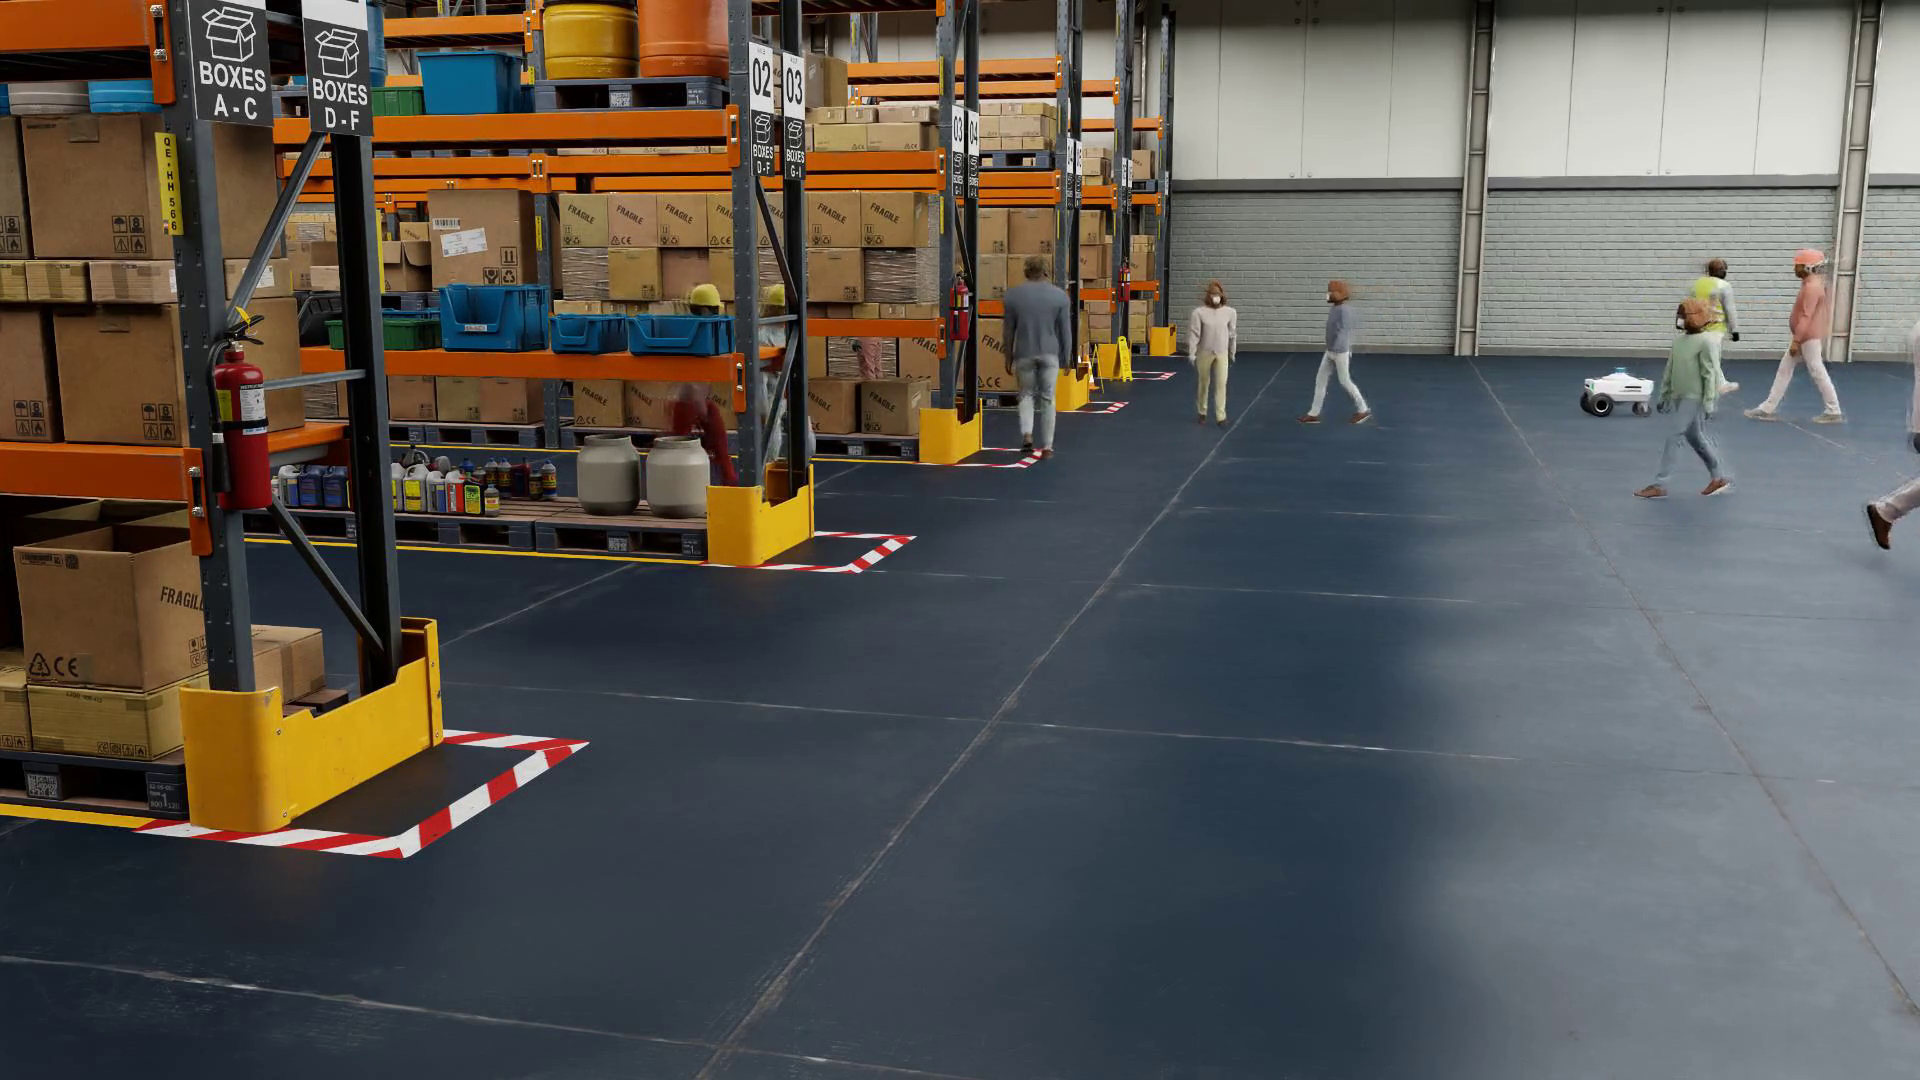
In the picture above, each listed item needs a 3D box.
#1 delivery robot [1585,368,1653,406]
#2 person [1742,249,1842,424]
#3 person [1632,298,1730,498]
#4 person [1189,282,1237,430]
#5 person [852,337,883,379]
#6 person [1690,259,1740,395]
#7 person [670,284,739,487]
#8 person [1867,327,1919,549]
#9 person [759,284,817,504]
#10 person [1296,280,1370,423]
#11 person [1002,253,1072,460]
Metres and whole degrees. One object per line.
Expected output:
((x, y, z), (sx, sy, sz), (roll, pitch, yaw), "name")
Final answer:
((7.677, -1.767, 19.383), (0.707, 0.478, 0.477), (1, 10, 7), "delivery robot")
((9.421, -2.267, 18.584), (1.020, 1.941, 0.638), (4, 11, 20), "person")
((5.804, -1.124, 13.211), (0.856, 1.591, 0.515), (-1, 10, -7), "person")
((2.762, -2.017, 18.176), (0.521, 1.587, 0.864), (0, 10, -1), "person")
((-1.092, -2.371, 19.248), (0.408, 1.909, 0.638), (3, 11, 17), "person")
((9.881, -2.764, 21.768), (0.982, 1.789, 0.639), (-3, 11, -16), "person")
((-1.910, -1.021, 12.294), (0.911, 1.717, 0.529), (3, 11, 17), "person")
((6.094, -0.755, 10.374), (0.651, 1.882, 0.756), (-7, 12, -34), "person")
((-1.308, -0.995, 12.119), (0.442, 1.725, 0.510), (8, 13, 37), "person")
((4.208, -2.091, 18.539), (0.785, 1.600, 0.512), (-2, 10, -10), "person")
((0.721, -1.702, 15.503), (0.646, 1.915, 0.435), (1, 10, 8), "person")
